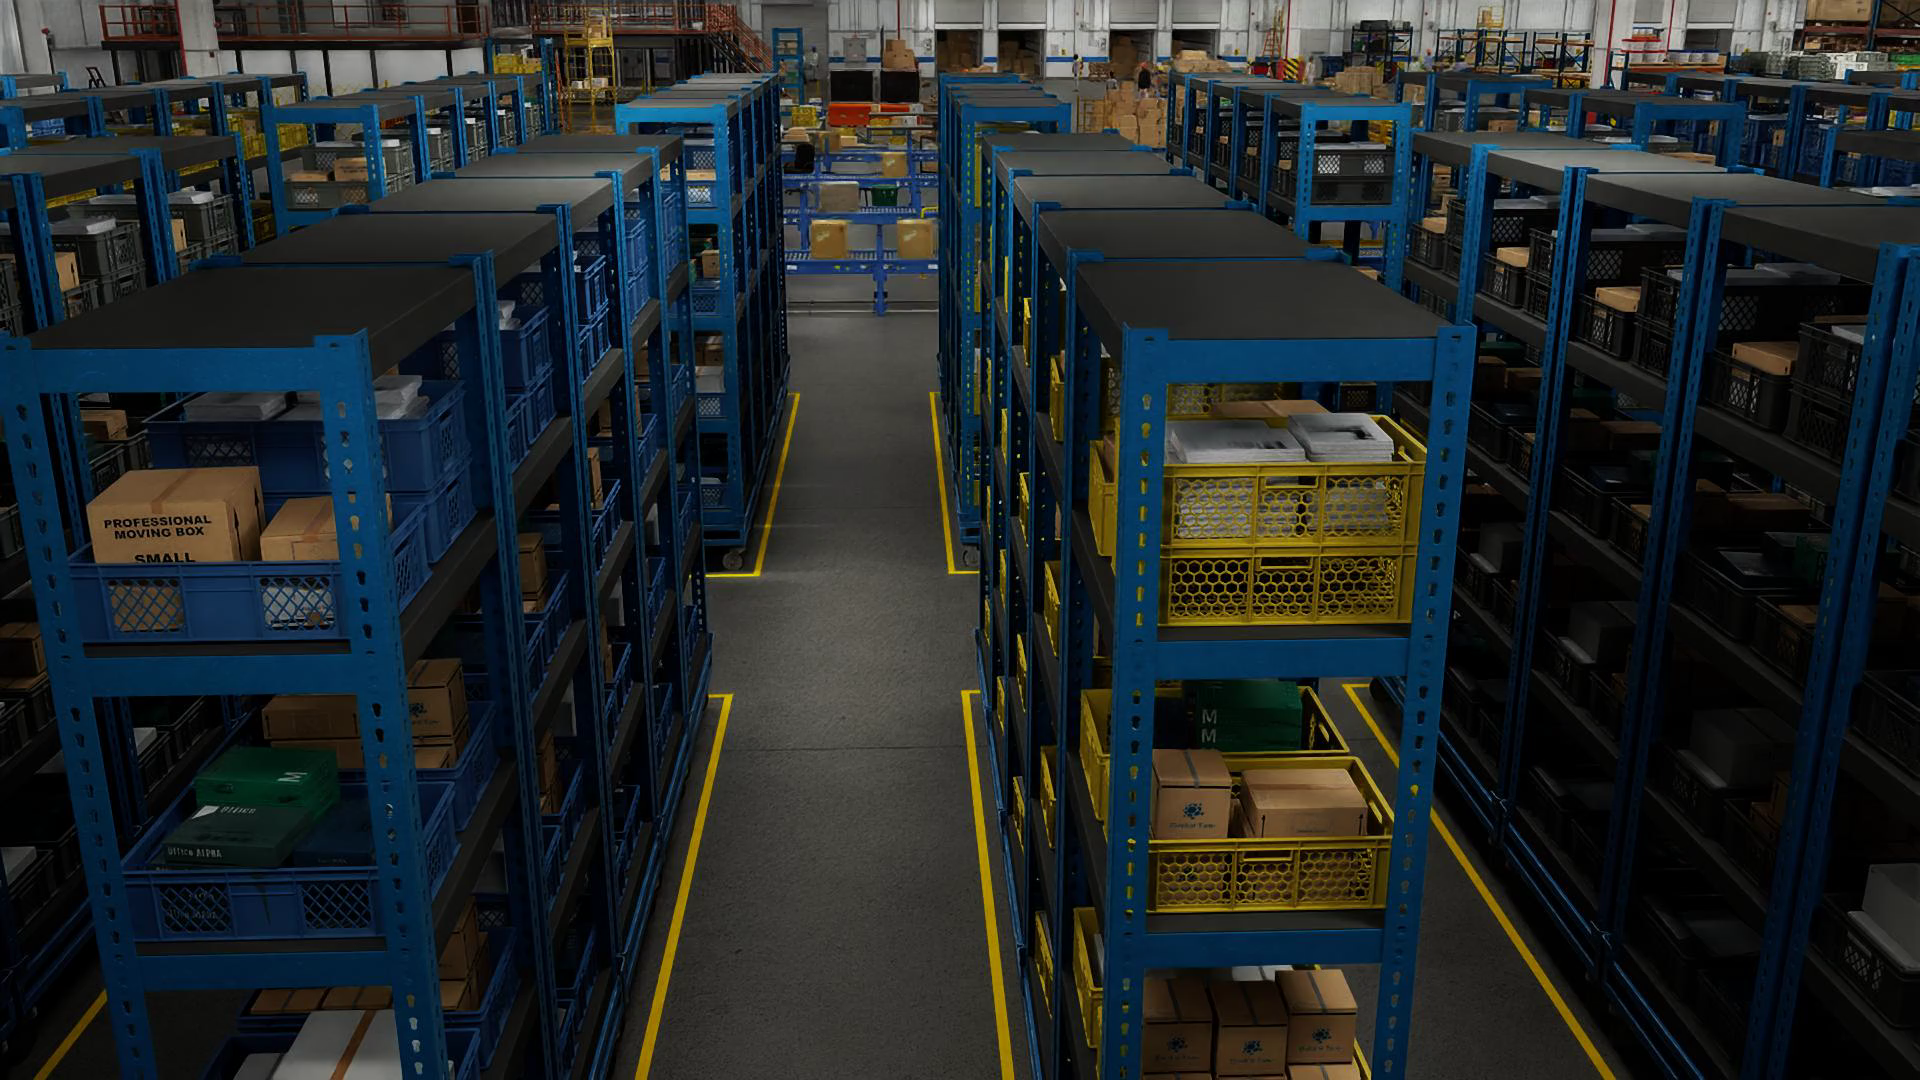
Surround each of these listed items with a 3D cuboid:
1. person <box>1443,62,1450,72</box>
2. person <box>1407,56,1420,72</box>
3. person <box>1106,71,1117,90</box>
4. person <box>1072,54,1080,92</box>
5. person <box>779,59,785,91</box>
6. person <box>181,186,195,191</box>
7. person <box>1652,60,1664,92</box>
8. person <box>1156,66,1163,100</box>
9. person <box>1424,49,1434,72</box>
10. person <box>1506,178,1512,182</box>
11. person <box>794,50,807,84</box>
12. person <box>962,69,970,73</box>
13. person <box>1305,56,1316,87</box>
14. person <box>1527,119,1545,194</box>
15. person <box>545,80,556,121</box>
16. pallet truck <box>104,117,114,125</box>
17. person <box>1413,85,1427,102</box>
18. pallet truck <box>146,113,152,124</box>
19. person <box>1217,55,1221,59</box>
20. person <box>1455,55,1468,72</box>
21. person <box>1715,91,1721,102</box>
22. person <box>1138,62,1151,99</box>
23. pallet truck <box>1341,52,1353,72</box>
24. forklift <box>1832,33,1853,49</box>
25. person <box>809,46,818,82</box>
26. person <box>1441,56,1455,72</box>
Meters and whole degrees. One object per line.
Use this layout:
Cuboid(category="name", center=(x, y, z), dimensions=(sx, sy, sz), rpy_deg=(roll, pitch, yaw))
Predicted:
Cuboid(category="person", center=(21.909, -20.686, 75.095), dimensions=(0.324, 1.743, 0.491), rpy_deg=(7, 19, 21))
Cuboid(category="person", center=(21.480, -22.035, 79.045), dimensions=(1.025, 1.880, 0.657), rpy_deg=(-11, 21, -32))
Cuboid(category="person", center=(5.693, -16.614, 62.293), dimensions=(0.329, 1.873, 0.516), rpy_deg=(-16, 24, -41))
Cuboid(category="person", center=(5.821, -23.443, 83.483), dimensions=(0.429, 1.837, 0.620), rpy_deg=(2, 18, 6))
Cuboid(category="person", center=(-8.693, -22.744, 81.308), dimensions=(0.429, 1.842, 0.633), rpy_deg=(-8, 19, -22))
Cuboid(category="person", center=(-12.530, -5.101, 26.743), dimensions=(0.403, 1.823, 0.586), rpy_deg=(12, 22, 33))
Cuboid(category="person", center=(30.159, -19.738, 71.807), dimensions=(0.373, 1.966, 0.607), rpy_deg=(-8, 20, -24))
Cuboid(category="person", center=(8.315, -18.829, 69.315), dimensions=(0.331, 1.768, 0.526), rpy_deg=(1, 18, 3))
Cuboid(category="person", center=(25.872, -26.154, 91.830), dimensions=(0.555, 1.855, 0.999), rpy_deg=(1, 18, 2))
Cuboid(category="person", center=(12.024, -7.941, 35.759), dimensions=(0.541, 1.675, 0.675), rpy_deg=(2, 18, 5))
Cuboid(category="person", center=(-8.758, -25.879, 90.940), dimensions=(0.951, 1.888, 0.545), rpy_deg=(-11, 21, -31))
Cuboid(category="person", center=(0.211, -15.827, 59.579), dimensions=(0.380, 2.045, 0.605), rpy_deg=(-7, 19, -22))
Cuboid(category="person", center=(16.546, -21.740, 78.118), dimensions=(0.985, 1.888, 0.655), rpy_deg=(12, 21, 32))
Cuboid(category="person", center=(13.024, -8.620, 37.659), dimensions=(0.609, 1.806, 0.583), rpy_deg=(-9, 20, -26))
Cuboid(category="person", center=(-15.486, -16.707, 62.580), dimensions=(0.352, 1.878, 0.567), rpy_deg=(13, 22, 34))
Cuboid(category="pallet truck", center=(-18.367, -7.885, 35.078), dimensions=(1.885, 1.965, 0.823), rpy_deg=(1, 18, 2))
Cuboid(category="person", center=(16.243, -15.568, 58.949), dimensions=(0.553, 1.935, 0.364), rpy_deg=(-10, 21, -29))
Cuboid(category="pallet truck", center=(-18.087, -8.309, 36.390), dimensions=(1.885, 1.965, 0.823), rpy_deg=(-1, 18, -4))
Cuboid(category="person", center=(13.737, -24.723, 87.685), dimensions=(0.549, 1.676, 0.557), rpy_deg=(6, 19, 18))
Cuboid(category="person", center=(24.096, -22.378, 80.094), dimensions=(0.597, 1.896, 0.776), rpy_deg=(10, 20, 28))
Cuboid(category="person", center=(26.386, -15.083, 57.598), dimensions=(0.532, 1.848, 0.510), rpy_deg=(8, 20, 24))
Cuboid(category="person", center=(7.468, -18.418, 67.692), dimensions=(0.398, 1.985, 0.609), rpy_deg=(-14, 23, -37))
Cuboid(category="pallet truck", center=(18.794, -23.123, 82.231), dimensions=(0.823, 1.965, 1.885), rpy_deg=(-13, 22, -35))
Cuboid(category="forklift", center=(46.103, -25.165, 87.138), dimensions=(1.129, 2.768, 1.873), rpy_deg=(-6, 19, -17))
Cuboid(category="person", center=(-8.258, -26.920, 94.072), dimensions=(0.405, 1.943, 0.599), rpy_deg=(17, 24, 42))
Cuboid(category="person", center=(23.339, -22.255, 79.803), dimensions=(0.714, 1.865, 0.910), rpy_deg=(-1, 18, -2))
